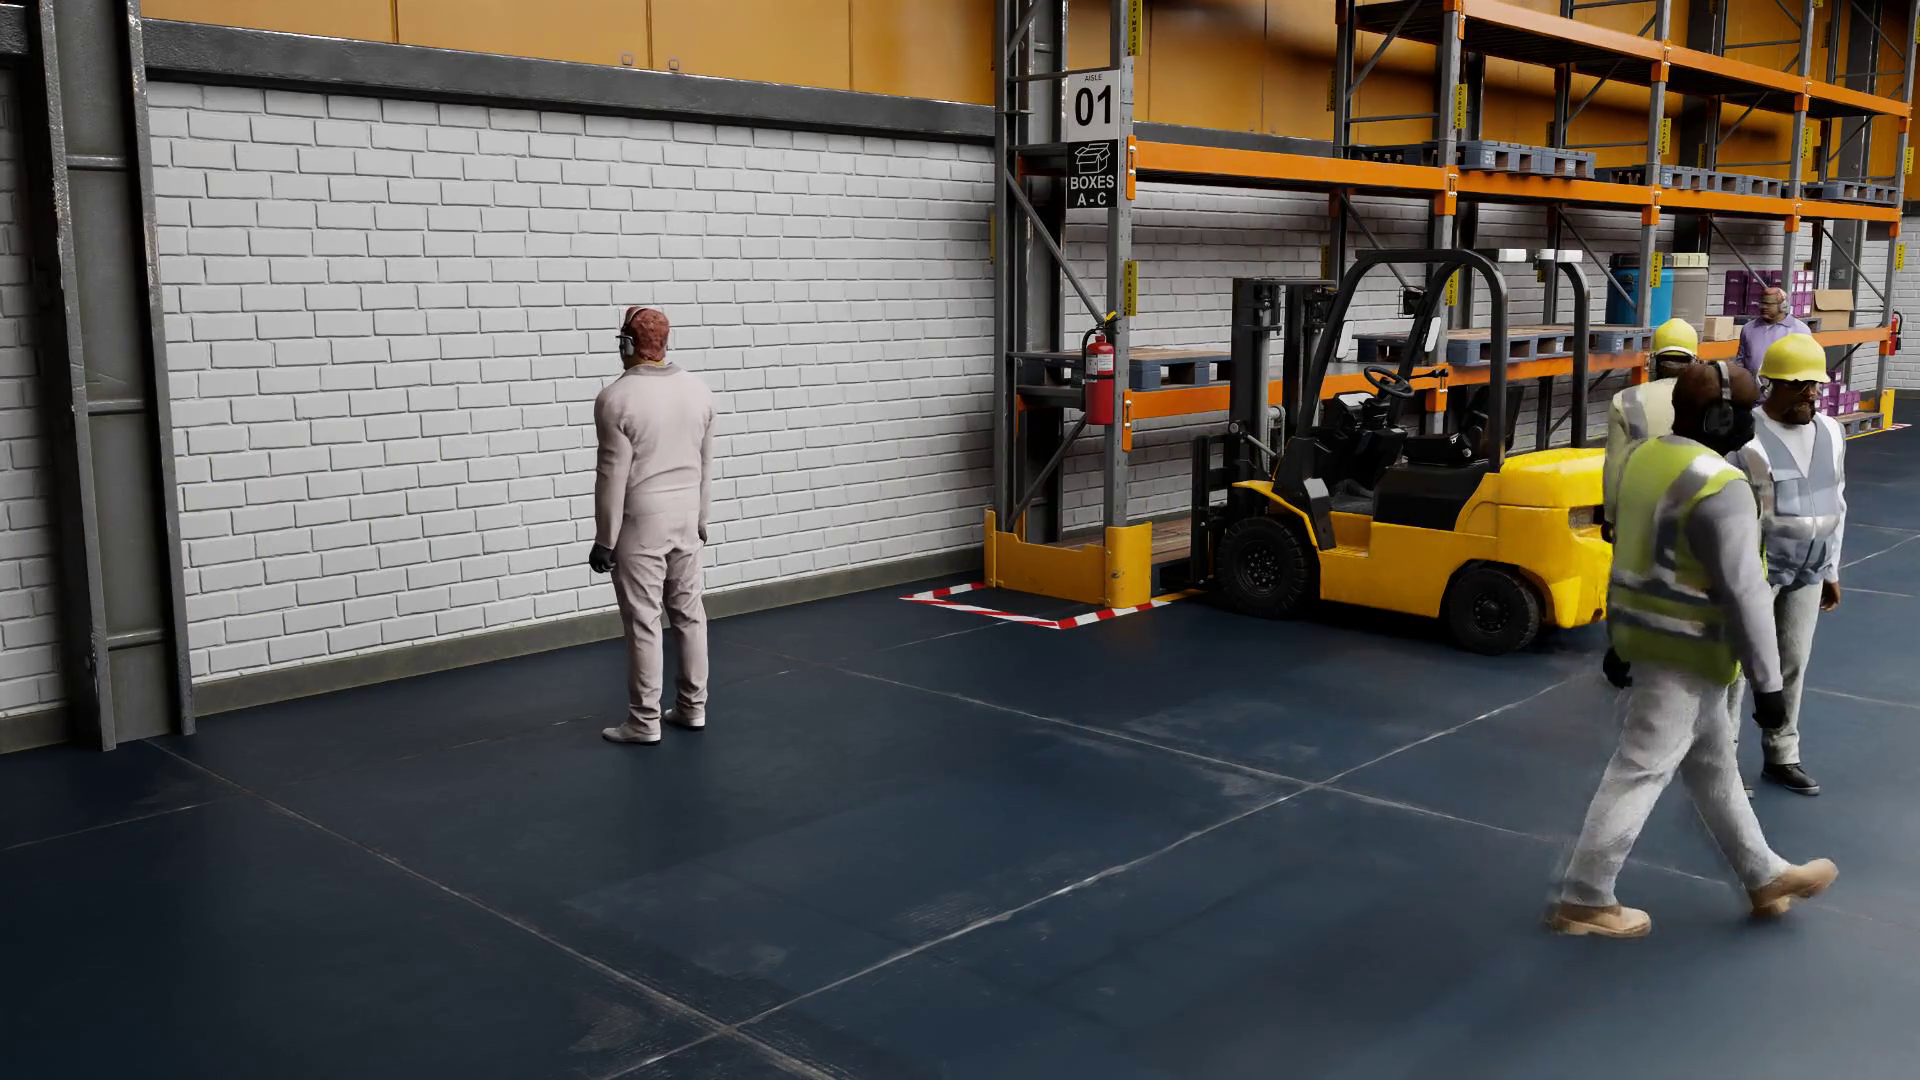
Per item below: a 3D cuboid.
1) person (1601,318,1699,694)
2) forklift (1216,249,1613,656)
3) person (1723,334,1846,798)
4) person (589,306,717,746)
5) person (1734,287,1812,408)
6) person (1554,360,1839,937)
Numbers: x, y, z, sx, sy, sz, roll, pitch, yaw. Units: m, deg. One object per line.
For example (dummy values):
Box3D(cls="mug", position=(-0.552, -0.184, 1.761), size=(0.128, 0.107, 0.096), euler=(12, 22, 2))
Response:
Box3D(cls="person", position=(3.415, -0.151, 8.073), size=(0.591, 1.834, 0.404), euler=(2, 9, 12))
Box3D(cls="forklift", position=(2.710, -0.584, 9.626), size=(2.313, 2.155, 1.214), euler=(9, 13, 43))
Box3D(cls="person", position=(3.188, 0.109, 6.513), size=(0.591, 1.826, 0.403), euler=(-2, 9, -12))
Box3D(cls="person", position=(-1.363, -0.060, 7.288), size=(0.406, 1.910, 0.639), euler=(7, 12, 38))
Box3D(cls="person", position=(7.346, -1.339, 15.138), size=(0.403, 1.904, 0.652), euler=(-8, 12, -41))
Box3D(cls="person", position=(2.310, 0.353, 5.099), size=(0.959, 1.789, 0.657), euler=(0, 9, 1))
